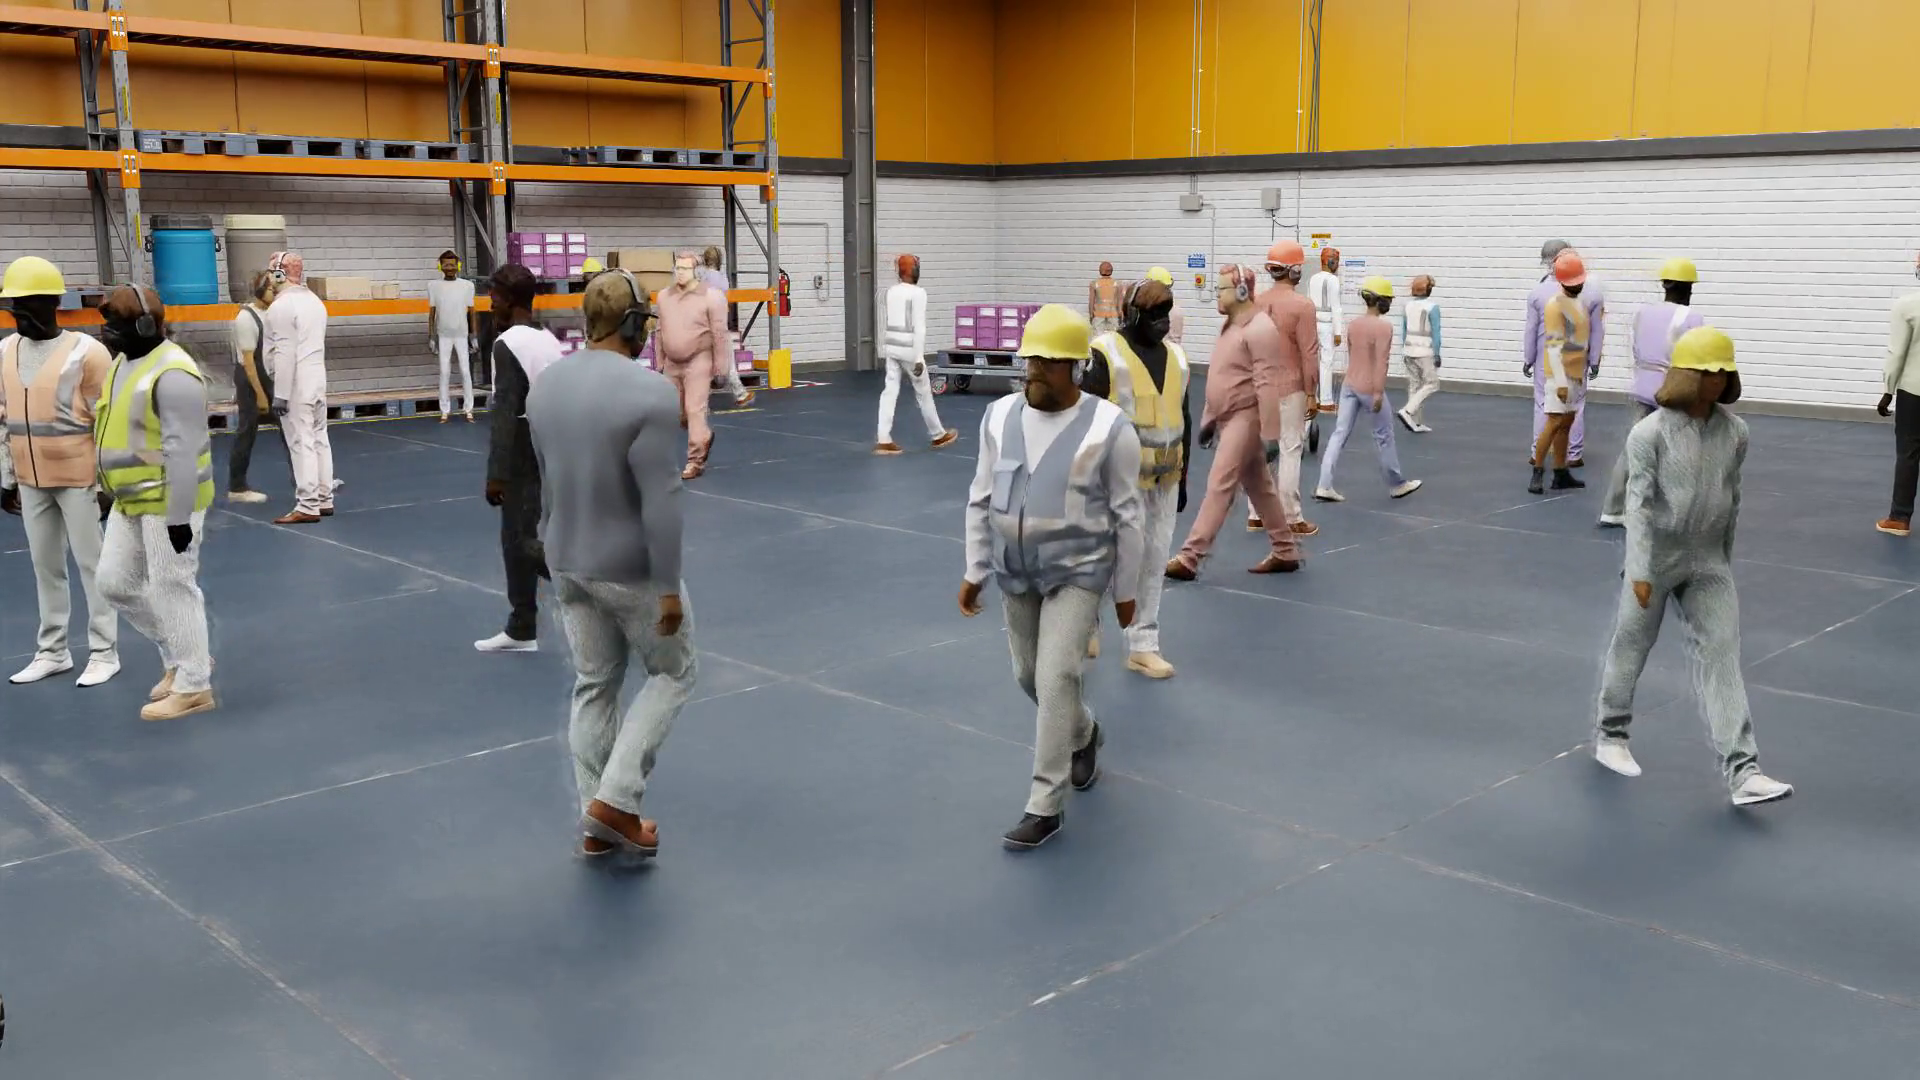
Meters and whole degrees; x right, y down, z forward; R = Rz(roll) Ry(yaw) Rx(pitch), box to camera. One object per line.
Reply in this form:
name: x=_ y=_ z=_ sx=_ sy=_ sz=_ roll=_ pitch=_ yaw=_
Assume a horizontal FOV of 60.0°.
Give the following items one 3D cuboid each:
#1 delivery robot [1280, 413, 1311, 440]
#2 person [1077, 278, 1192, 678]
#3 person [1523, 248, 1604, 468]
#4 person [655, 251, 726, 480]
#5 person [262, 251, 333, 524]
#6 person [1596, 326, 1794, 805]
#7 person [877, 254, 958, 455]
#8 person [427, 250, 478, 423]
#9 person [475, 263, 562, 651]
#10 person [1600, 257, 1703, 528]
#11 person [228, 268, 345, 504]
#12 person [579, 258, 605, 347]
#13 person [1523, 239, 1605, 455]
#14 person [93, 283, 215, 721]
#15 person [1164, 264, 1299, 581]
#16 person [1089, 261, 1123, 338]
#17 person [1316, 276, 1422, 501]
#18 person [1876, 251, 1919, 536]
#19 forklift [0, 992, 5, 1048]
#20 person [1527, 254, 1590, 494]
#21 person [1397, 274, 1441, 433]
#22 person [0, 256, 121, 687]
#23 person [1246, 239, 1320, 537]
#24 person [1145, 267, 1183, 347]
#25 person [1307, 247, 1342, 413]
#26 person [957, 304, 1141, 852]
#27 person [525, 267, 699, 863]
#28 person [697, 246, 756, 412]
delivery robot: x=3.049 y=-1.101 z=15.346 sx=0.477 sy=0.478 sz=0.707 roll=3 pitch=11 yaw=15
person: x=0.795 y=-0.281 z=7.646 sx=0.638 sy=1.828 sz=0.492 roll=-7 pitch=13 yaw=-34
person: x=5.265 y=-1.585 z=14.554 sx=0.654 sy=1.905 sz=0.408 roll=3 pitch=11 yaw=17
person: x=-2.241 y=-1.480 z=14.008 sx=0.641 sy=1.894 sz=0.648 roll=5 pitch=11 yaw=25
person: x=-4.696 y=-1.069 z=11.738 sx=0.399 sy=1.909 sz=0.642 roll=0 pitch=10 yaw=3
person: x=2.623 y=0.095 z=5.961 sx=0.506 sy=1.696 sz=0.896 roll=-2 pitch=11 yaw=-10
person: x=-0.437 y=-1.725 z=15.473 sx=0.597 sy=1.839 sz=0.988 roll=10 pitch=14 yaw=43
person: x=-5.480 y=-2.187 z=17.974 sx=0.515 sy=1.861 sz=0.322 roll=-3 pitch=11 yaw=-15
person: x=-2.006 y=-0.372 z=7.974 sx=0.686 sy=1.894 sz=0.606 roll=1 pitch=10 yaw=3
person: x=4.889 y=-1.010 z=11.510 sx=1.004 sy=1.872 sz=0.614 roll=-5 pitch=11 yaw=-23
person: x=-5.126 y=-1.128 z=12.426 sx=0.967 sy=1.769 sz=0.589 roll=2 pitch=11 yaw=12
person: x=-4.052 y=-2.246 z=18.541 sx=0.331 sy=1.768 sz=0.526 roll=-8 pitch=13 yaw=-38
person: x=5.553 y=-1.812 z=15.424 sx=0.594 sy=2.000 sz=0.722 roll=-7 pitch=13 yaw=-35
person: x=-3.355 y=-0.149 z=6.939 sx=0.652 sy=1.826 sz=0.449 roll=10 pitch=14 yaw=42
person: x=1.605 y=-0.684 z=9.785 sx=0.992 sy=1.850 sz=0.681 roll=-1 pitch=10 yaw=-8
person: x=2.155 y=-3.284 z=24.550 sx=0.511 sy=1.640 sz=0.309 roll=1 pitch=10 yaw=4
person: x=3.112 y=-1.141 z=12.657 sx=0.930 sy=1.707 sz=0.532 roll=-5 pitch=12 yaw=-27
person: x=6.527 y=-1.014 z=11.222 sx=0.608 sy=1.987 sz=0.391 roll=1 pitch=10 yaw=4
forklift: x=-3.245 y=0.323 z=3.363 sx=2.313 sy=2.155 sz=1.214 roll=2 pitch=11 yaw=13
person: x=4.781 y=-1.300 z=13.090 sx=0.365 sy=1.885 sz=0.667 roll=9 pitch=14 yaw=40
person: x=4.657 y=-1.879 z=16.897 sx=0.467 sy=1.624 sz=0.538 roll=-5 pitch=11 yaw=-25
person: x=-4.054 y=-0.296 z=7.463 sx=0.585 sy=1.928 sz=0.378 roll=2 pitch=11 yaw=12
person: x=2.169 y=-1.016 z=11.206 sx=0.375 sy=1.997 sz=0.612 roll=-8 pitch=13 yaw=-38
person: x=1.701 y=-1.442 z=14.183 sx=0.348 sy=1.756 sz=0.518 roll=-6 pitch=12 yaw=-29
person: x=4.175 y=-2.393 z=19.015 sx=0.355 sy=1.887 sz=0.574 roll=-4 pitch=11 yaw=-22
person: x=0.345 y=0.089 z=5.726 sx=0.586 sy=1.804 sz=0.820 roll=7 pitch=13 yaw=34
person: x=-1.101 y=0.098 z=5.340 sx=0.657 sy=1.920 sz=0.429 roll=6 pitch=12 yaw=31
person: x=-2.813 y=-2.427 z=19.197 sx=0.628 sy=1.879 sz=1.024 roll=7 pitch=13 yaw=35
